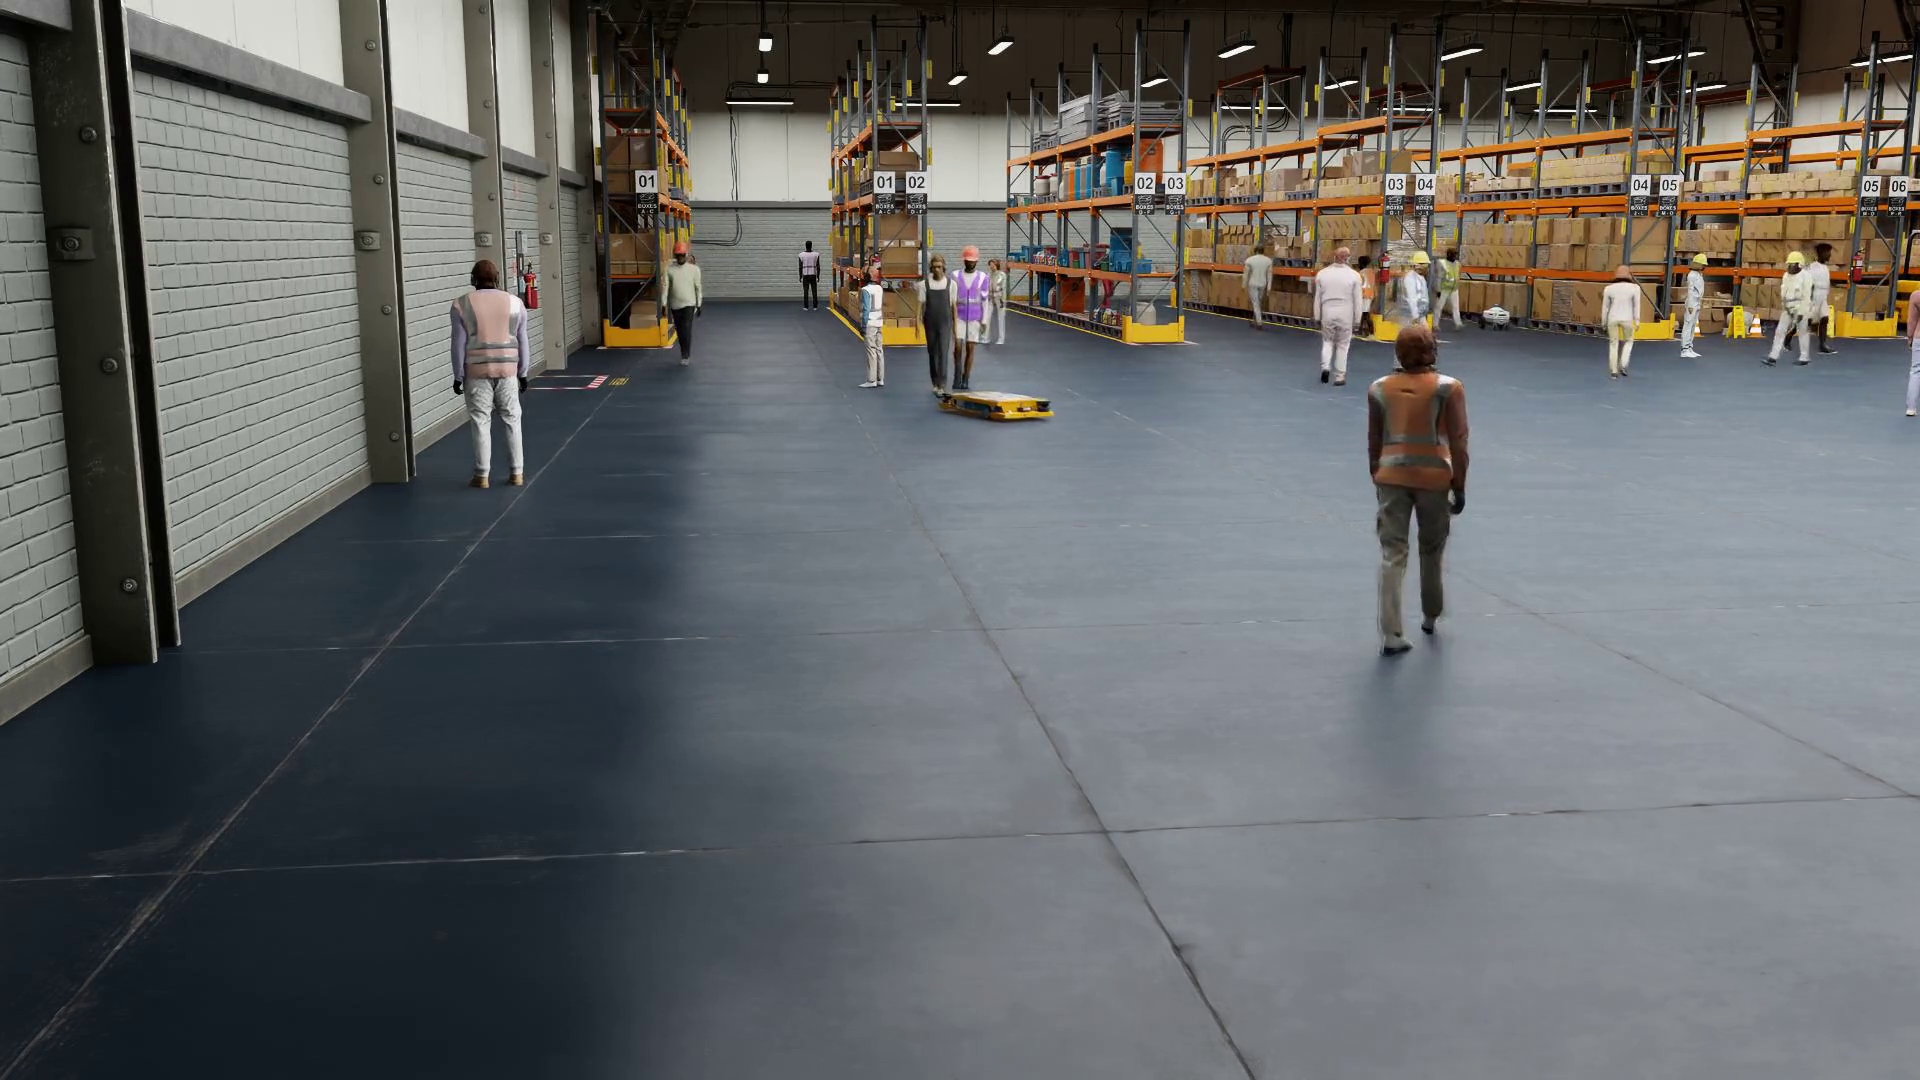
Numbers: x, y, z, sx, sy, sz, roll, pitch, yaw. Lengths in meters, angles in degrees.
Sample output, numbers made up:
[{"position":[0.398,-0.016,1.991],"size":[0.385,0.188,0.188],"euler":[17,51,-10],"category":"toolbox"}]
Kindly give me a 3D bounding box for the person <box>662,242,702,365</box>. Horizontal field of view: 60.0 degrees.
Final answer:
[{"position":[-4.453,-3.793,26.667],"size":[0.621,1.958,1.023],"euler":[0,10,0],"category":"person"}]

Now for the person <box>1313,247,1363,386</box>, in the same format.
[{"position":[5.176,-3.047,22.716],"size":[0.668,1.884,0.445],"euler":[5,12,27],"category":"person"}]

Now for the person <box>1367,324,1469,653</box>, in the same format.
[{"position":[2.270,-0.268,8.272],"size":[0.530,1.587,0.810],"euler":[5,12,28],"category":"person"}]

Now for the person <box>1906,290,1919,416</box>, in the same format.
[{"position":[10.928,-2.255,18.700],"size":[0.306,1.772,0.525],"euler":[-10,14,-43],"category":"person"}]

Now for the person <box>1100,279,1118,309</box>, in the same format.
[{"position":[4.035,-7.122,45.427],"size":[0.524,1.747,0.692],"euler":[-4,11,-19],"category":"person"}]

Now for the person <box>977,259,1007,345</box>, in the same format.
[{"position":[0.614,-4.443,31.143],"size":[0.518,1.609,0.774],"euler":[6,12,29],"category":"person"}]

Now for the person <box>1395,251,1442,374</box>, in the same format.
[{"position":[6.772,-3.316,24.409],"size":[0.762,1.804,0.611],"euler":[7,13,34],"category":"person"}]

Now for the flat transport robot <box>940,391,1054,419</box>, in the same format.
[{"position":[0.405,-1.540,18.889],"size":[0.652,0.197,1.431],"euler":[-6,12,-30],"category":"flat transport robot"}]

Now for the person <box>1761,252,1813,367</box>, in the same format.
[{"position":[12.935,-3.585,25.930],"size":[0.863,1.787,0.627],"euler":[-3,11,-15],"category":"person"}]

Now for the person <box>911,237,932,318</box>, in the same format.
[{"position":[-1.061,-6.484,41.228],"size":[0.643,2.002,0.995],"euler":[-2,11,-13],"category":"person"}]

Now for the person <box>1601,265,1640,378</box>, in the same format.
[{"position":[9.507,-3.137,23.928],"size":[0.538,1.613,0.485],"euler":[6,12,30],"category":"person"}]

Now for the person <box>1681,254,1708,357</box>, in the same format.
[{"position":[12.433,-3.958,28.132],"size":[0.305,1.736,0.484],"euler":[8,13,38],"category":"person"}]

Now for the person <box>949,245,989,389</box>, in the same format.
[{"position":[0.108,-2.942,22.079],"size":[0.570,1.906,0.635],"euler":[-1,10,-3],"category":"person"}]

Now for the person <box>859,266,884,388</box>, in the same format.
[{"position":[-1.193,-2.872,22.442],"size":[0.307,1.639,0.525],"euler":[4,11,23],"category":"person"}]

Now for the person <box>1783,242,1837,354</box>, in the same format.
[{"position":[14.846,-4.212,28.978],"size":[0.614,1.942,0.893],"euler":[-8,13,-37],"category":"person"}]

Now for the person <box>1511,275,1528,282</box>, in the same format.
[{"position":[14.930,-6.976,44.303],"size":[0.516,1.873,0.329],"euler":[8,13,39],"category":"person"}]

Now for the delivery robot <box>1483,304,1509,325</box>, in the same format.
[{"position":[11.664,-4.883,36.181],"size":[0.477,0.478,0.707],"euler":[-1,10,-5],"category":"delivery robot"}]

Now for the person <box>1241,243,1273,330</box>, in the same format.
[{"position":[6.528,-5.545,36.396],"size":[0.630,1.907,0.989],"euler":[-3,11,-14],"category":"person"}]

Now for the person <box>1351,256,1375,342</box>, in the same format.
[{"position":[7.785,-4.679,32.281],"size":[0.781,1.639,0.606],"euler":[9,14,41],"category":"person"}]

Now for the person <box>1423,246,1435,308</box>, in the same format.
[{"position":[10.422,-5.694,37.402],"size":[0.586,1.826,0.535],"euler":[-7,13,-35],"category":"person"}]

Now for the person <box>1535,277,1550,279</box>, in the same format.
[{"position":[15.616,-7.151,44.859],"size":[0.604,2.027,0.601],"euler":[-3,11,-14],"category":"person"}]

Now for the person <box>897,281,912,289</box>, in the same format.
[{"position":[-1.390,-6.819,43.519],"size":[0.521,1.855,0.601],"euler":[-2,10,-9],"category":"person"}]

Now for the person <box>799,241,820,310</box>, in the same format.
[{"position":[-4.169,-7.321,46.062],"size":[0.593,1.920,0.392],"euler":[-2,11,-11],"category":"person"}]

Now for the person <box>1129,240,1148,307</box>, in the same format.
[{"position":[4.870,-7.265,45.736],"size":[0.636,1.924,0.489],"euler":[-6,12,-29],"category":"person"}]

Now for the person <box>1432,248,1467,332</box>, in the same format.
[{"position":[10.472,-5.338,35.570],"size":[0.659,1.776,0.998],"euler":[-4,11,-19],"category":"person"}]

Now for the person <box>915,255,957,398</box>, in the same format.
[{"position":[-0.300,-2.737,21.286],"size":[0.531,1.799,0.980],"euler":[0,10,1],"category":"person"}]

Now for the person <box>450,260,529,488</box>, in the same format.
[{"position":[-3.819,-1.344,13.511],"size":[0.634,1.841,0.429],"euler":[-6,12,-31],"category":"person"}]

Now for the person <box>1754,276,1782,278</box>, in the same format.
[{"position":[19.302,-6.212,39.647],"size":[0.684,2.000,0.586],"euler":[2,11,11],"category":"person"}]
